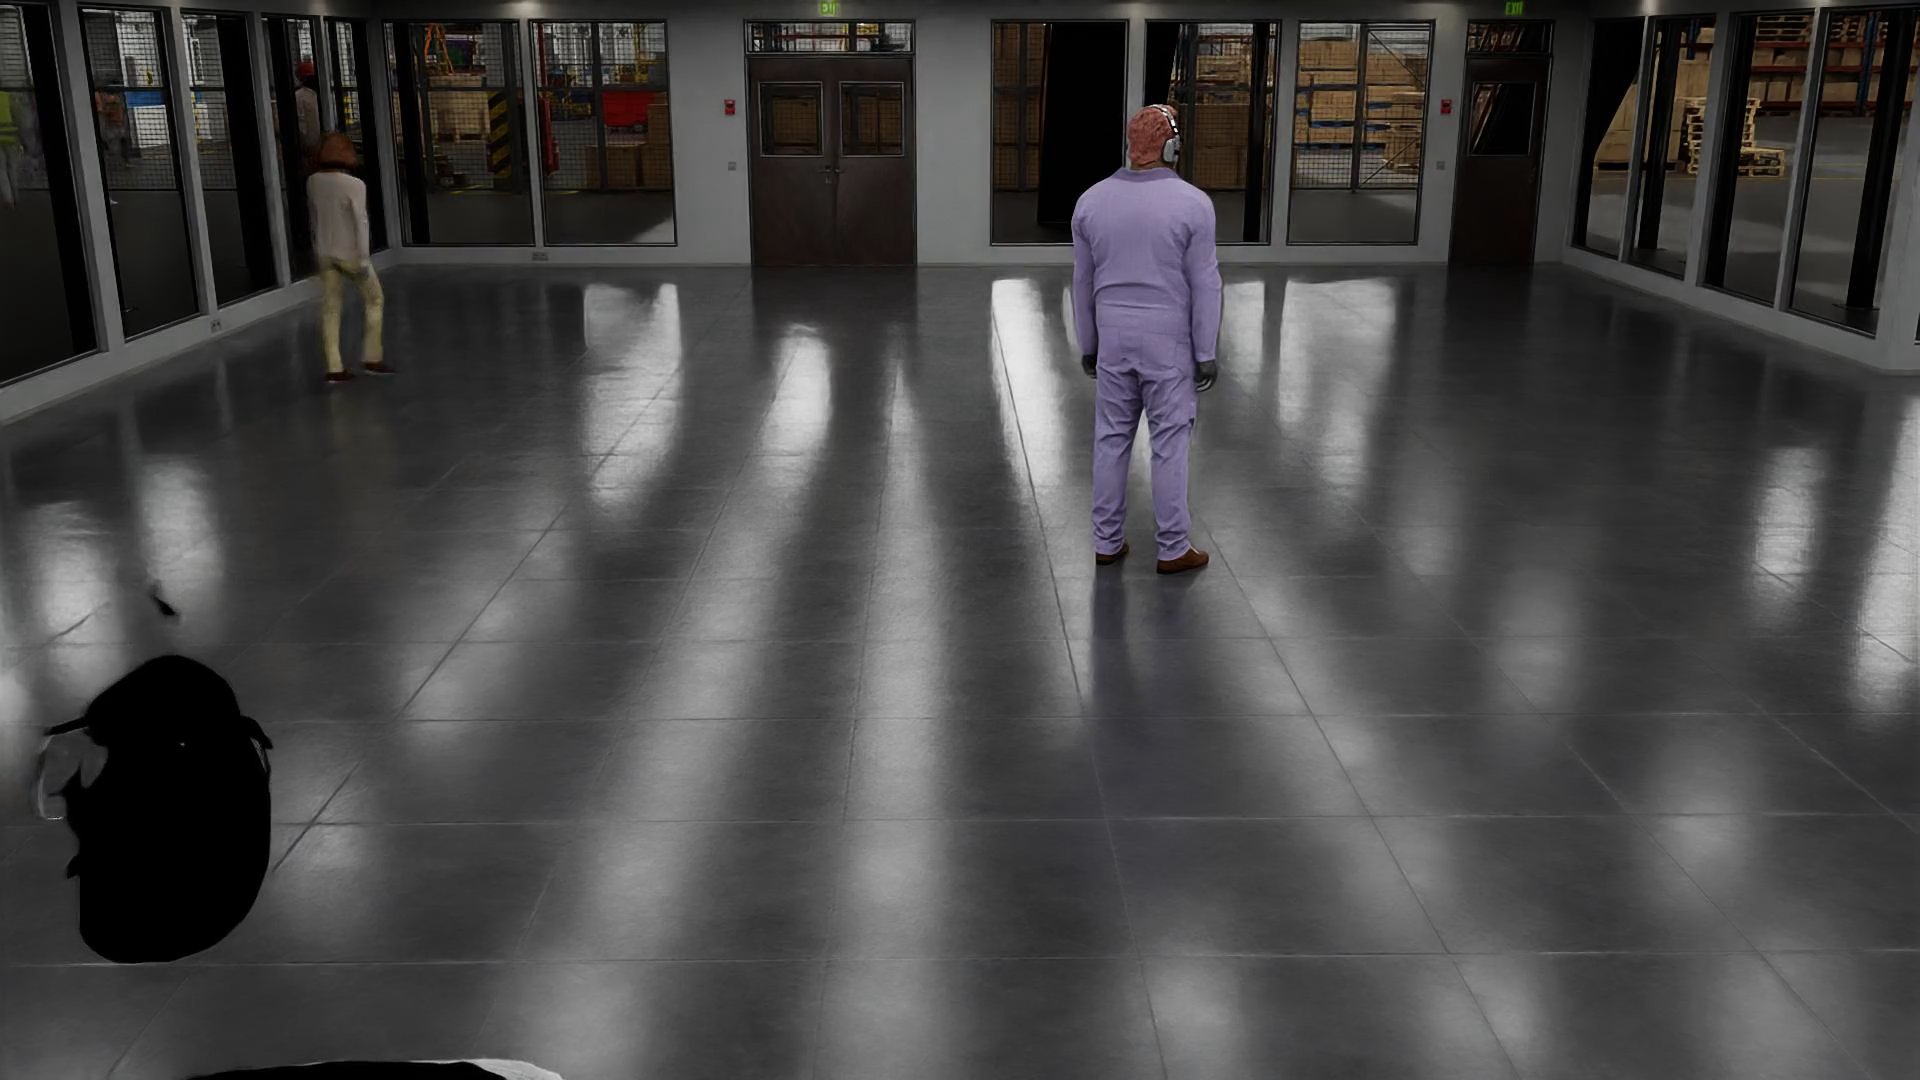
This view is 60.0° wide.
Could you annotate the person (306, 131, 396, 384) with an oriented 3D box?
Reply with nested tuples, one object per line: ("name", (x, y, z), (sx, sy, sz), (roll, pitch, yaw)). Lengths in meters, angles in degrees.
("person", (-4.008, -1.847, 10.903), (0.512, 1.614, 0.586), (5, 17, 18))

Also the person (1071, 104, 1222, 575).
("person", (0.781, -0.808, 6.854), (0.638, 1.910, 0.407), (10, 19, 30))

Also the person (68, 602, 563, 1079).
("person", (-0.473, 0.907, 1.113), (0.516, 1.865, 0.322), (-9, 19, -28))
